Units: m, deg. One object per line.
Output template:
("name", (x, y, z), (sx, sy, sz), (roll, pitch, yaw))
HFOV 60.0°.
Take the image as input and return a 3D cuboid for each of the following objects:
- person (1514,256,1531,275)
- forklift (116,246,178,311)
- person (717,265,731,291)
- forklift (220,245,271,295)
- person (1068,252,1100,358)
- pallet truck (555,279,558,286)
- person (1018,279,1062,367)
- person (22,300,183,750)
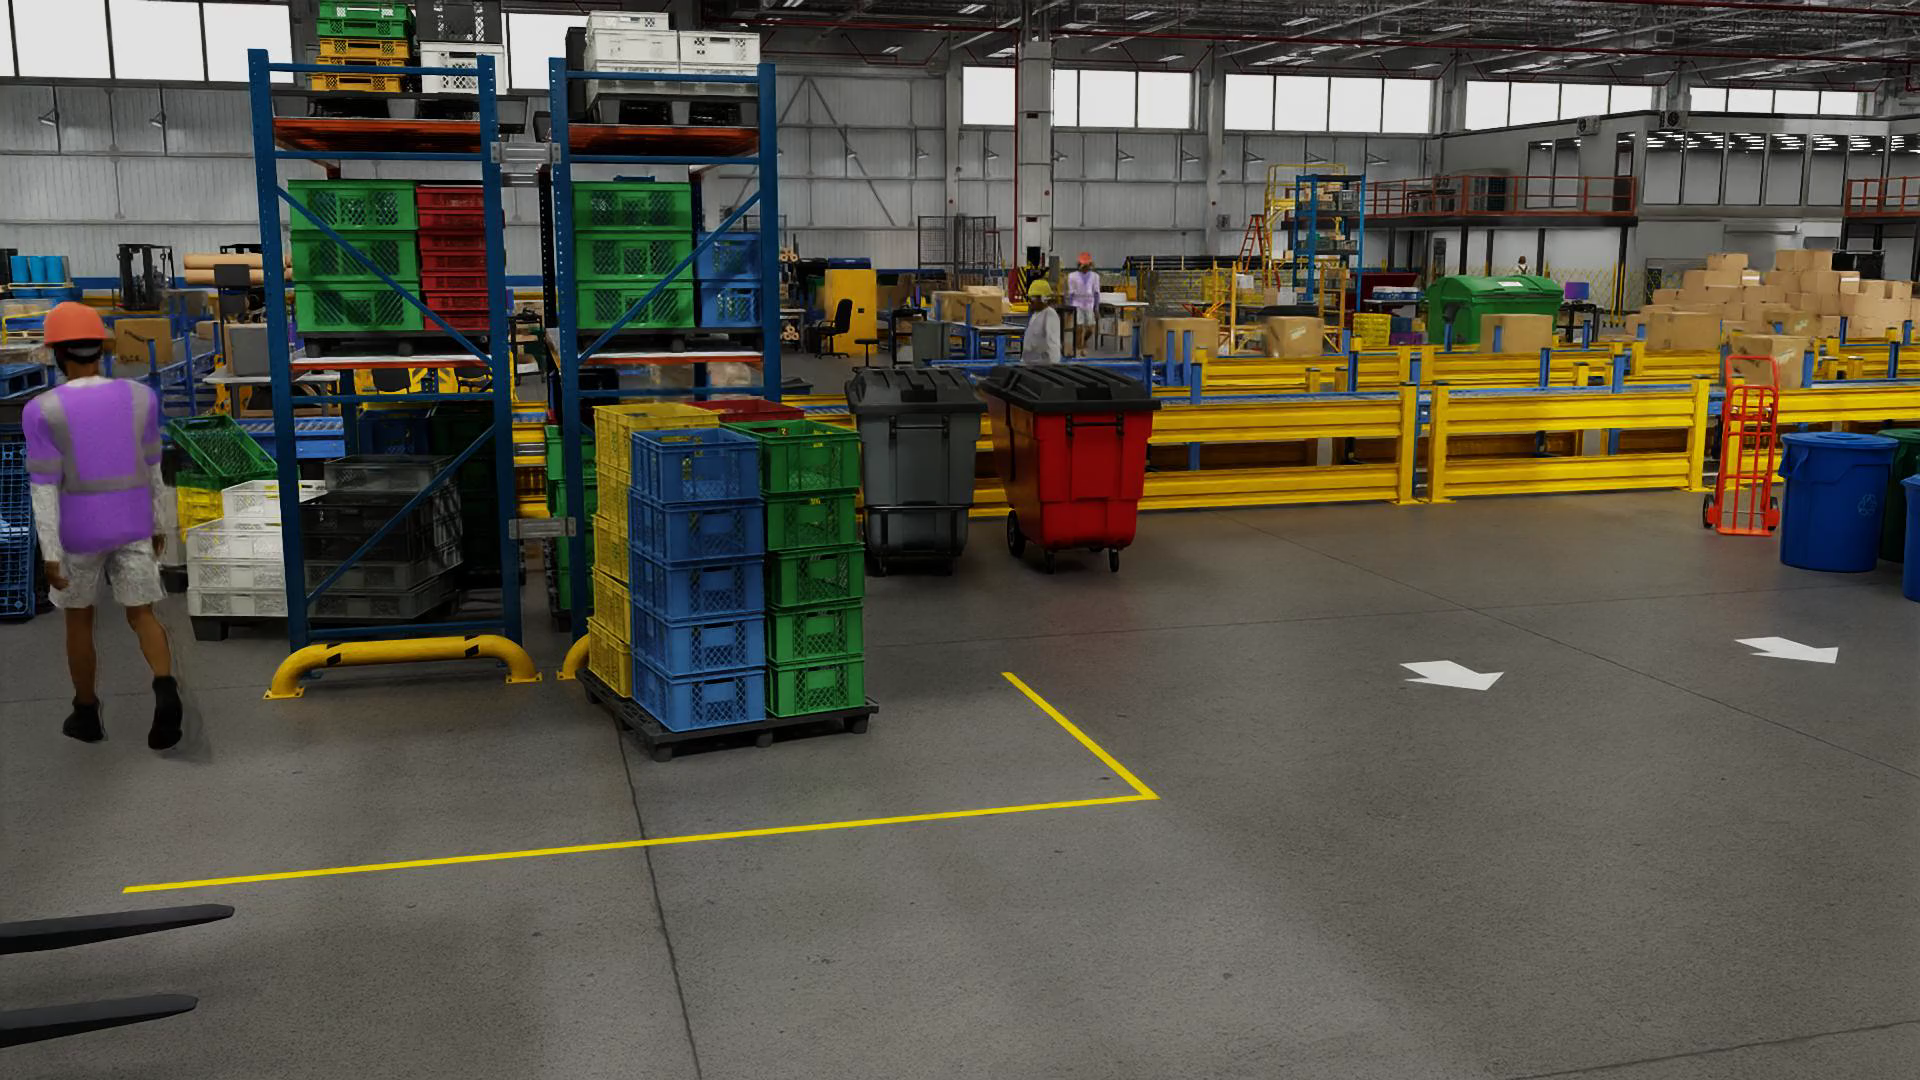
("person", (16.718, -7.538, 49.566), (0.506, 1.846, 0.345), (-1, 10, -5))
("forklift", (-19.966, -6.232, 40.894), (1.157, 1.987, 2.680), (-3, 10, -15))
("person", (-5.338, -5.385, 37.253), (0.670, 1.886, 0.656), (0, 10, -1))
("forklift", (-17.749, -6.334, 41.440), (1.157, 1.987, 2.680), (-3, 10, -17))
("person", (2.306, -4.367, 31.119), (0.617, 2.029, 0.558), (-1, 10, -8))
("pallet truck", (-10.604, -6.375, 44.520), (0.653, 1.274, 1.630), (-3, 10, -15))
("person", (0.793, -1.824, 17.382), (0.929, 1.781, 0.590), (-2, 10, -10))
("person", (-3.582, -0.046, 6.972), (0.558, 1.906, 0.803), (-10, 14, -43))
